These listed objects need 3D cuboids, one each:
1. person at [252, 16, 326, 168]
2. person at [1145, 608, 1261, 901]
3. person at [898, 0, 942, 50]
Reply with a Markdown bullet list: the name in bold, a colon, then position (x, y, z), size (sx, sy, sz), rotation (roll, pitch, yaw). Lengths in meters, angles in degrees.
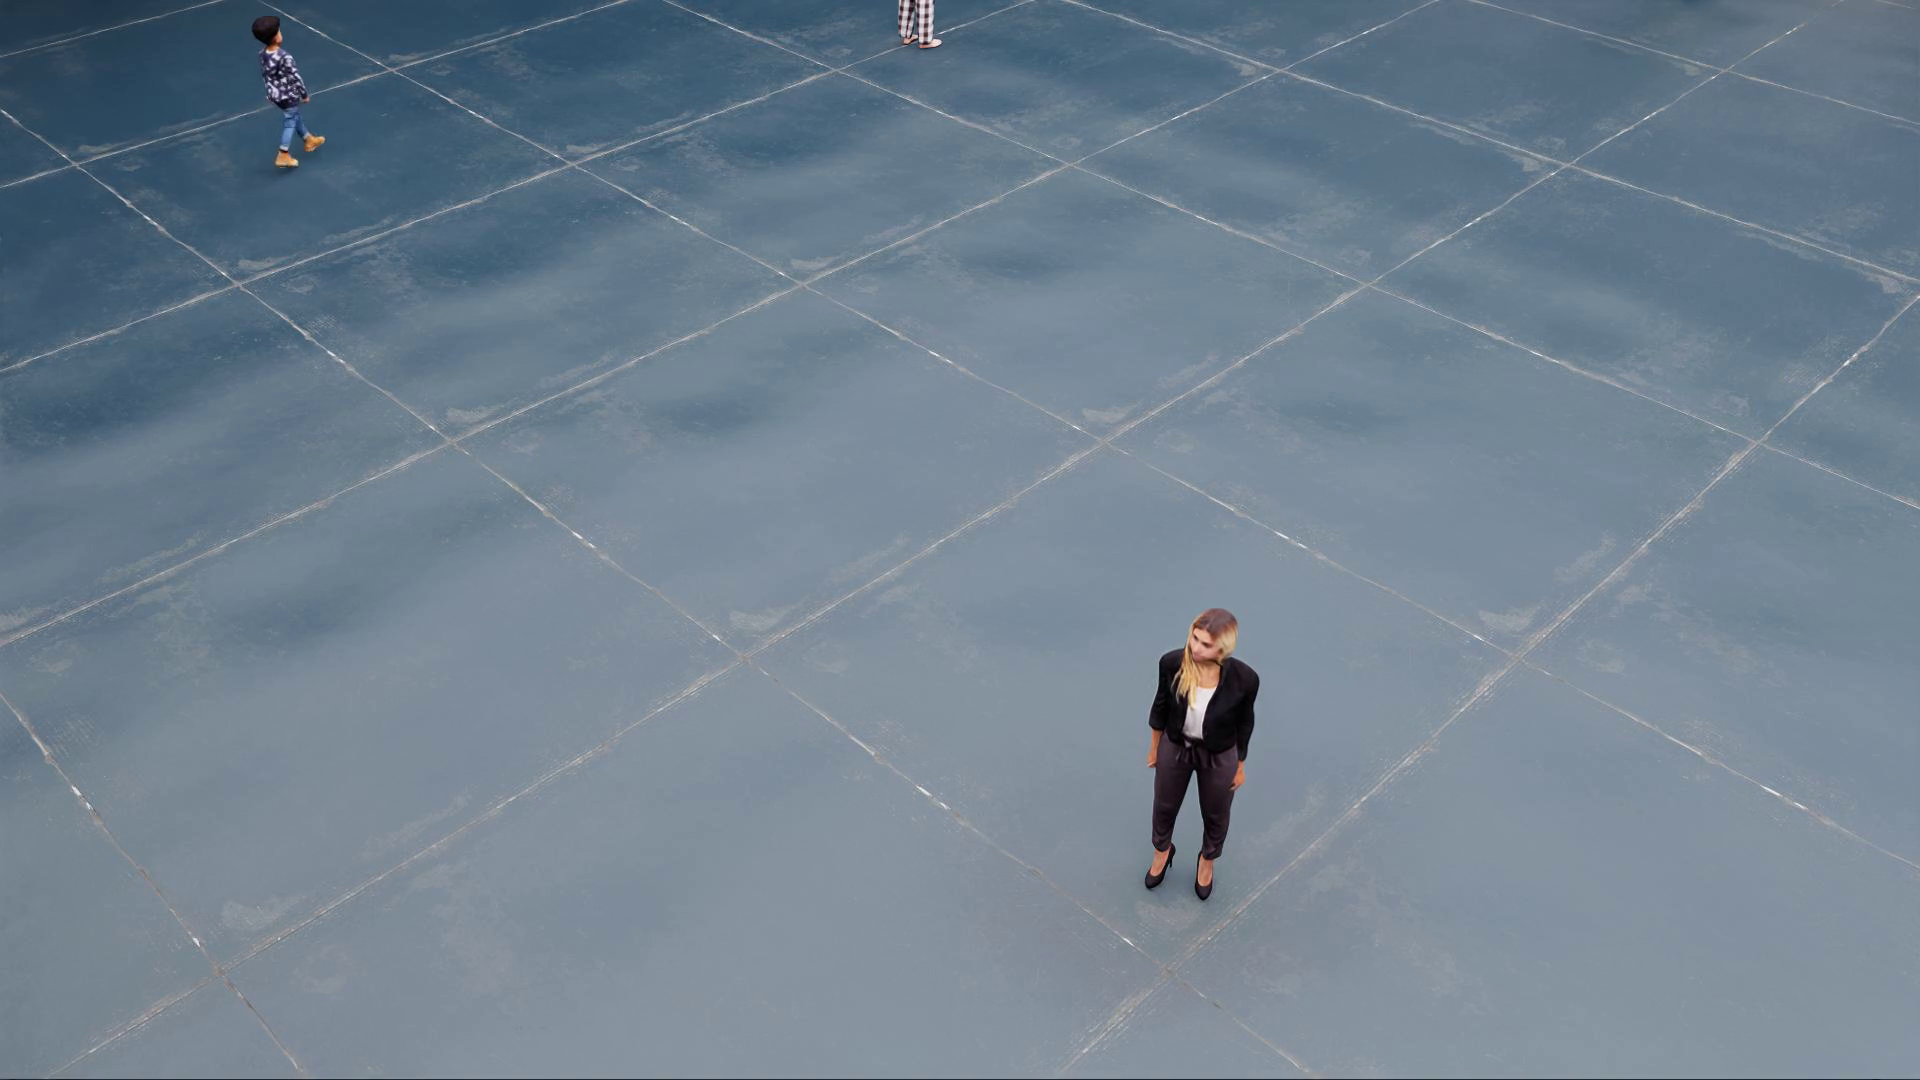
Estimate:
- **person**: position (-5.649, -3.702, 13.822), size (0.697, 1.226, 0.923), rotation (16, 40, 20)
- **person**: position (1.055, 0.952, 7.334), size (0.683, 1.670, 0.684), rotation (12, 39, 15)
- **person**: position (-0.416, -5.634, 15.851), size (0.638, 1.847, 0.552), rotation (27, 45, 31)
